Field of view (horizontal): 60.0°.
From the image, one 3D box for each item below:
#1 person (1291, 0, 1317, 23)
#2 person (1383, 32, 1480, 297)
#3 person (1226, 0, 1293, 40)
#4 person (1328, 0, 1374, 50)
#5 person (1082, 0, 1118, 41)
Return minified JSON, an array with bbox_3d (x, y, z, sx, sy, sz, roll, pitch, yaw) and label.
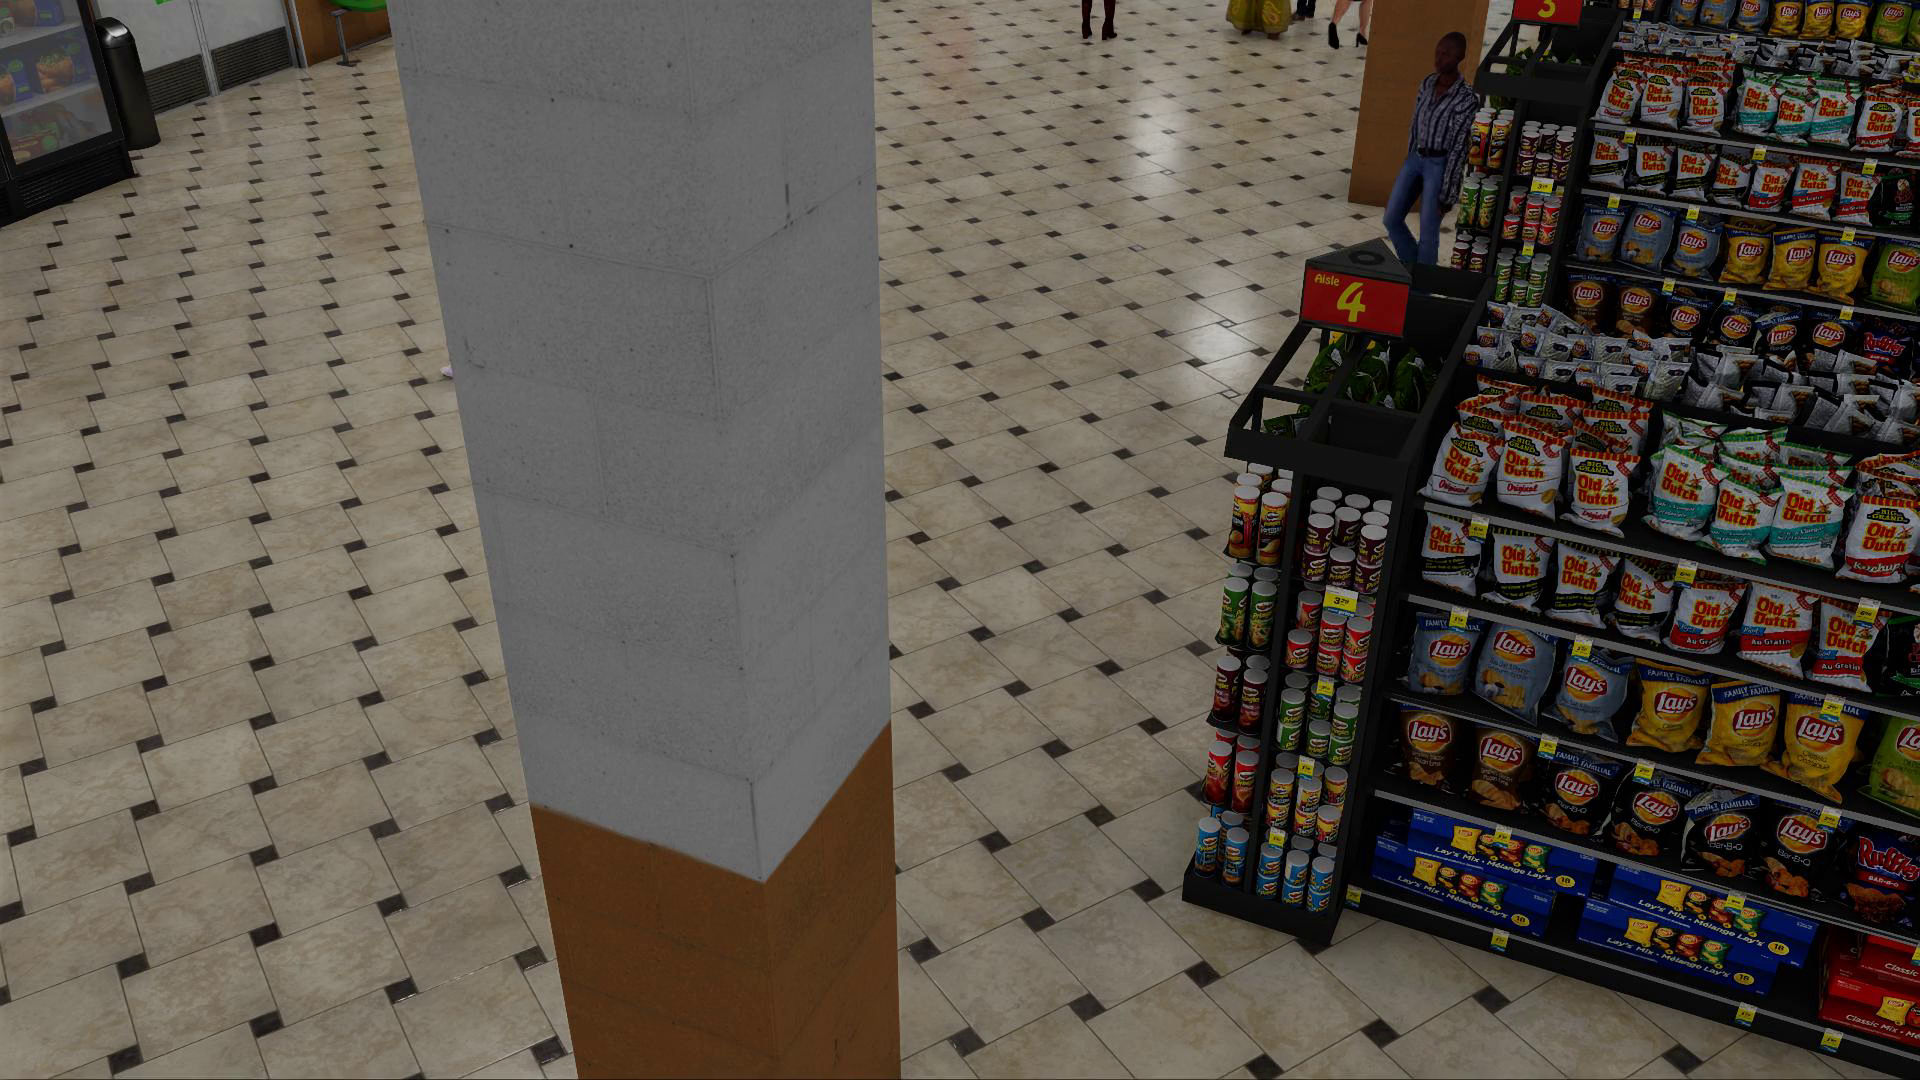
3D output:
[{"bbox_3d":[3.443,-5.796,16.373,0.584,1.307,0.564,28,41,37],"label":"person"},{"bbox_3d":[2.956,-2.225,10.185,0.828,1.780,0.736,-16,36,-25],"label":"person"},{"bbox_3d":[2.931,-5.634,15.784,0.744,1.654,0.947,19,36,27],"label":"person"},{"bbox_3d":[3.637,-5.303,15.256,0.980,1.649,0.908,23,39,32],"label":"person"},{"bbox_3d":[1.328,-5.610,15.691,0.448,1.711,0.637,13,34,20],"label":"person"}]
